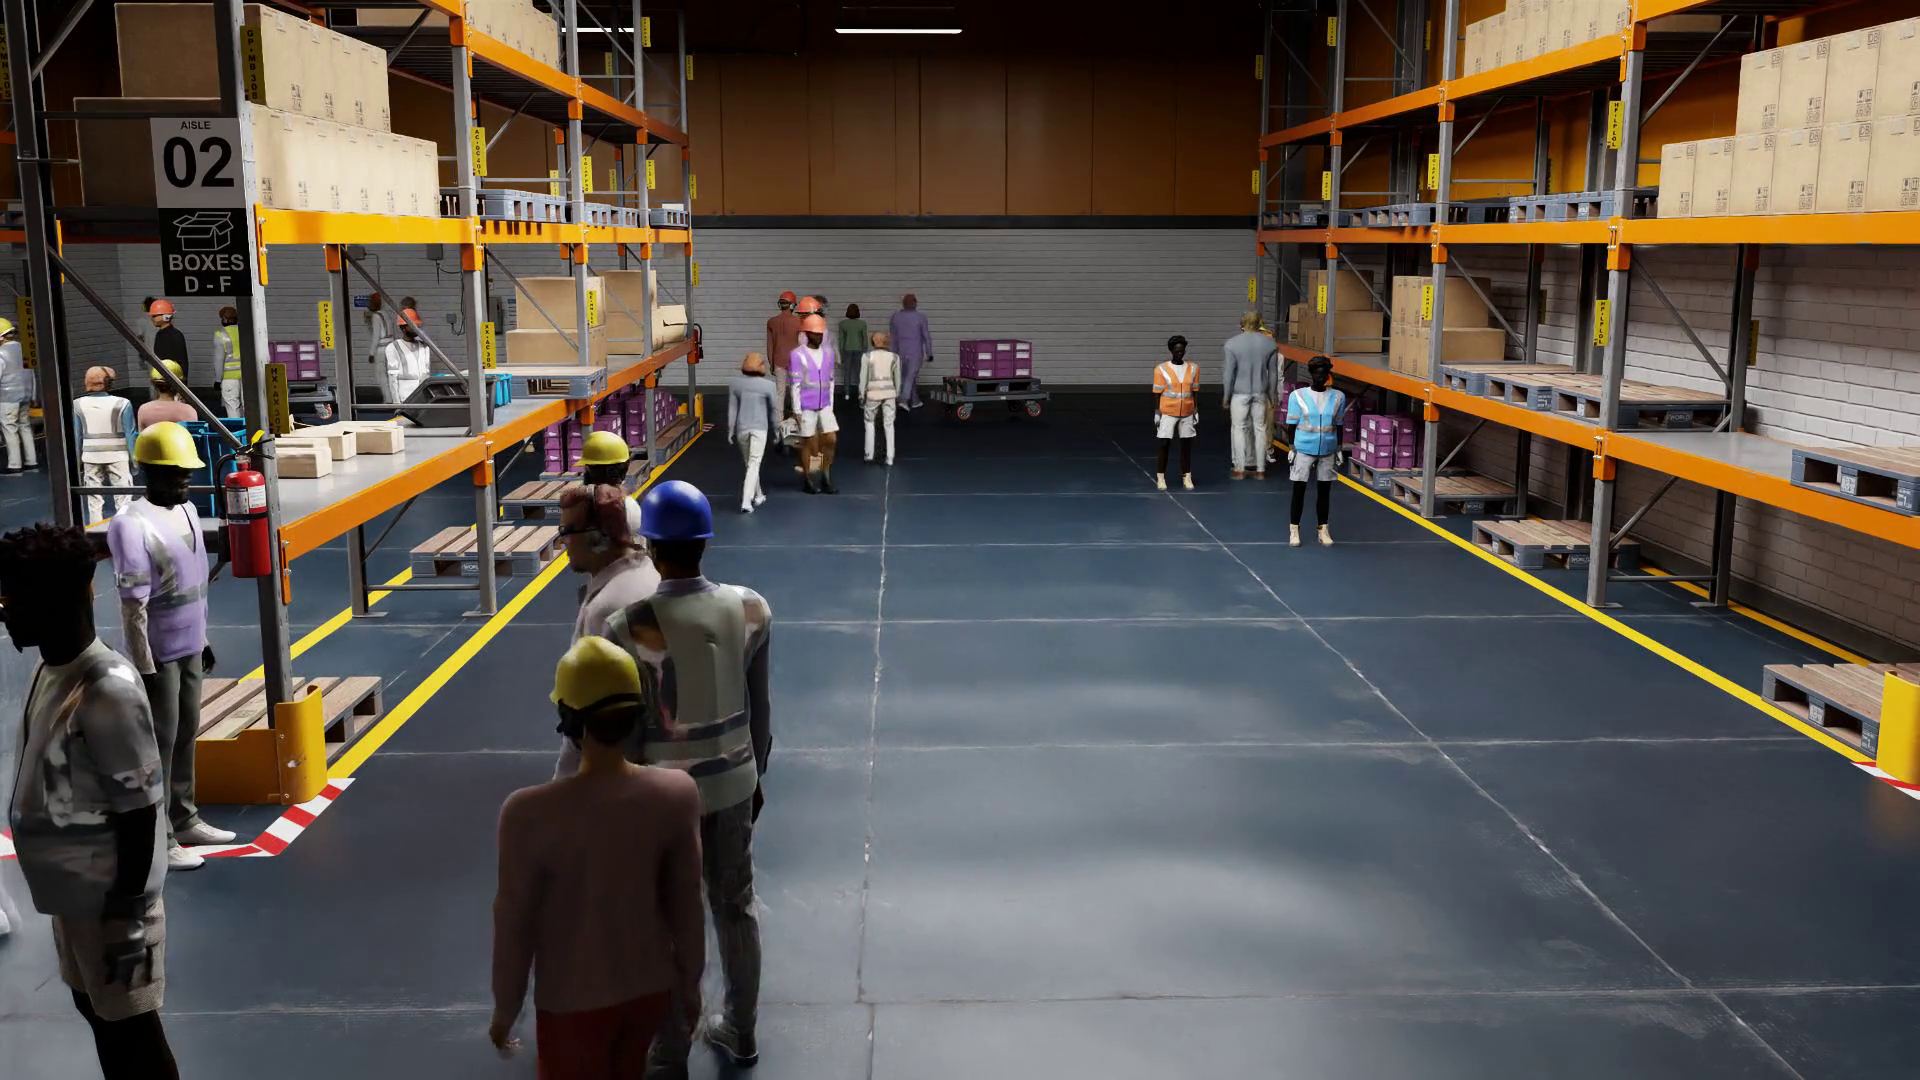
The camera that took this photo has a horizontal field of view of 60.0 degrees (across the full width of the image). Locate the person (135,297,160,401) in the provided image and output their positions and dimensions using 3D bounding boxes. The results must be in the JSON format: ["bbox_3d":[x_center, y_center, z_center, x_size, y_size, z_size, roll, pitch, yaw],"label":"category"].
[{"bbox_3d":[-12.639,-2.907,26.155,0.529,1.833,0.972,-6,12,-31],"label":"person"}]

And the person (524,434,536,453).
[{"bbox_3d":[-5.388,-2.037,21.278,0.626,1.836,0.428,-6,12,-31],"label":"person"}]

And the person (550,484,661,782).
[{"bbox_3d":[-1.196,0.739,5.652,0.512,1.880,0.653,-2,10,-9],"label":"person"}]

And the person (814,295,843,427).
[{"bbox_3d":[-2.029,-2.594,24.164,0.690,1.908,0.649,7,12,33],"label":"person"}]

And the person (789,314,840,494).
[{"bbox_3d":[-1.508,-1.415,17.552,0.567,1.916,0.628,-7,12,-34],"label":"person"}]

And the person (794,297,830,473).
[{"bbox_3d":[-1.742,-1.798,19.356,0.379,2.044,0.607,4,11,19],"label":"person"}]

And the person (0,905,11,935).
[{"bbox_3d":[-3.975,0.717,6.033,0.894,1.846,0.509,-8,13,-37],"label":"person"}]

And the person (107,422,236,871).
[{"bbox_3d":[-3.388,0.447,7.181,0.385,1.922,0.594,0,10,1],"label":"person"}]

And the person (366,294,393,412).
[{"bbox_3d":[-9.195,-2.975,26.437,0.385,1.863,0.845,-1,10,-6],"label":"person"}]

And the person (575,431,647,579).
[{"bbox_3d":[-1.702,0.342,8.205,0.331,1.768,0.526,-6,12,-31],"label":"person"}]

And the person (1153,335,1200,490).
[{"bbox_3d":[2.332,-1.367,17.961,0.533,1.687,0.320,-2,10,-12],"label":"person"}]

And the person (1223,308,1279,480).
[{"bbox_3d":[3.271,-1.636,18.750,0.635,1.936,0.355,-1,10,-7],"label":"person"}]

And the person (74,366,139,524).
[{"bbox_3d":[-7.245,-0.654,14.117,0.515,1.636,0.315,-2,10,-9],"label":"person"}]

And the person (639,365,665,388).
[{"bbox_3d":[-4.636,-2.733,24.856,0.356,1.936,0.551,9,13,40],"label":"person"}]

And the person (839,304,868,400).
[{"bbox_3d":[-1.812,-3.198,28.296,0.500,1.633,0.279,1,10,5],"label":"person"}]

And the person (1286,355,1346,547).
[{"bbox_3d":[3.130,-0.780,14.659,0.532,1.694,0.319,-1,10,-4],"label":"person"}]

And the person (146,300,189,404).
[{"bbox_3d":[-9.461,-1.873,19.907,0.622,1.992,0.396,9,13,40],"label":"person"}]

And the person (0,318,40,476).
[{"bbox_3d":[-10.876,-1.637,19.081,0.409,1.820,0.623,2,10,9],"label":"person"}]

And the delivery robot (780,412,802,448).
[{"bbox_3d":[-2.060,-1.363,20.819,0.477,0.478,0.707,-2,10,-10],"label":"delivery robot"}]

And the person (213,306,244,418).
[{"bbox_3d":[-9.474,-2.120,21.716,0.429,1.844,0.621,6,12,29],"label":"person"}]

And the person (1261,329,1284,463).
[{"bbox_3d":[3.699,-1.747,20.238,0.496,1.629,0.277,-1,10,-7],"label":"person"}]

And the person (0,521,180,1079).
[{"bbox_3d":[-2.329,0.914,4.462,0.361,1.962,0.612,-9,14,-42],"label":"person"}]

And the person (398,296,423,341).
[{"bbox_3d":[-7.883,-2.552,23.950,0.534,1.904,0.668,-8,13,-37],"label":"person"}]

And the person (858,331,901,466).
[{"bbox_3d":[-0.978,-1.705,20.023,0.576,1.609,0.649,-4,11,-20],"label":"person"}]

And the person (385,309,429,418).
[{"bbox_3d":[-6.101,-1.601,18.543,0.350,1.942,0.547,6,12,31],"label":"person"}]

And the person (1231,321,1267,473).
[{"bbox_3d":[3.363,-1.697,19.392,0.404,1.829,0.592,-4,11,-20],"label":"person"}]

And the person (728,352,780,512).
[{"bbox_3d":[-2.080,-1.085,16.660,0.509,1.585,0.863,2,10,11],"label":"person"}]

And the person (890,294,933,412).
[{"bbox_3d":[-0.799,-2.977,26.457,0.635,1.860,1.027,5,11,27],"label":"person"}]

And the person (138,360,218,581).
[{"bbox_3d":[-6.142,-0.522,13.025,0.530,1.768,0.312,2,10,10],"label":"person"}]

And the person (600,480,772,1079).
[{"bbox_3d":[-0.860,0.780,5.260,0.605,1.948,0.389,-9,14,-42],"label":"person"}]

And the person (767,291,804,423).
[{"bbox_3d":[-2.408,-2.490,23.373,0.609,1.986,0.390,3,11,18],"label":"person"}]

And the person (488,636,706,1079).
[{"bbox_3d":[-0.840,1.100,4.055,0.524,1.740,0.794,-9,14,-41],"label":"person"}]
